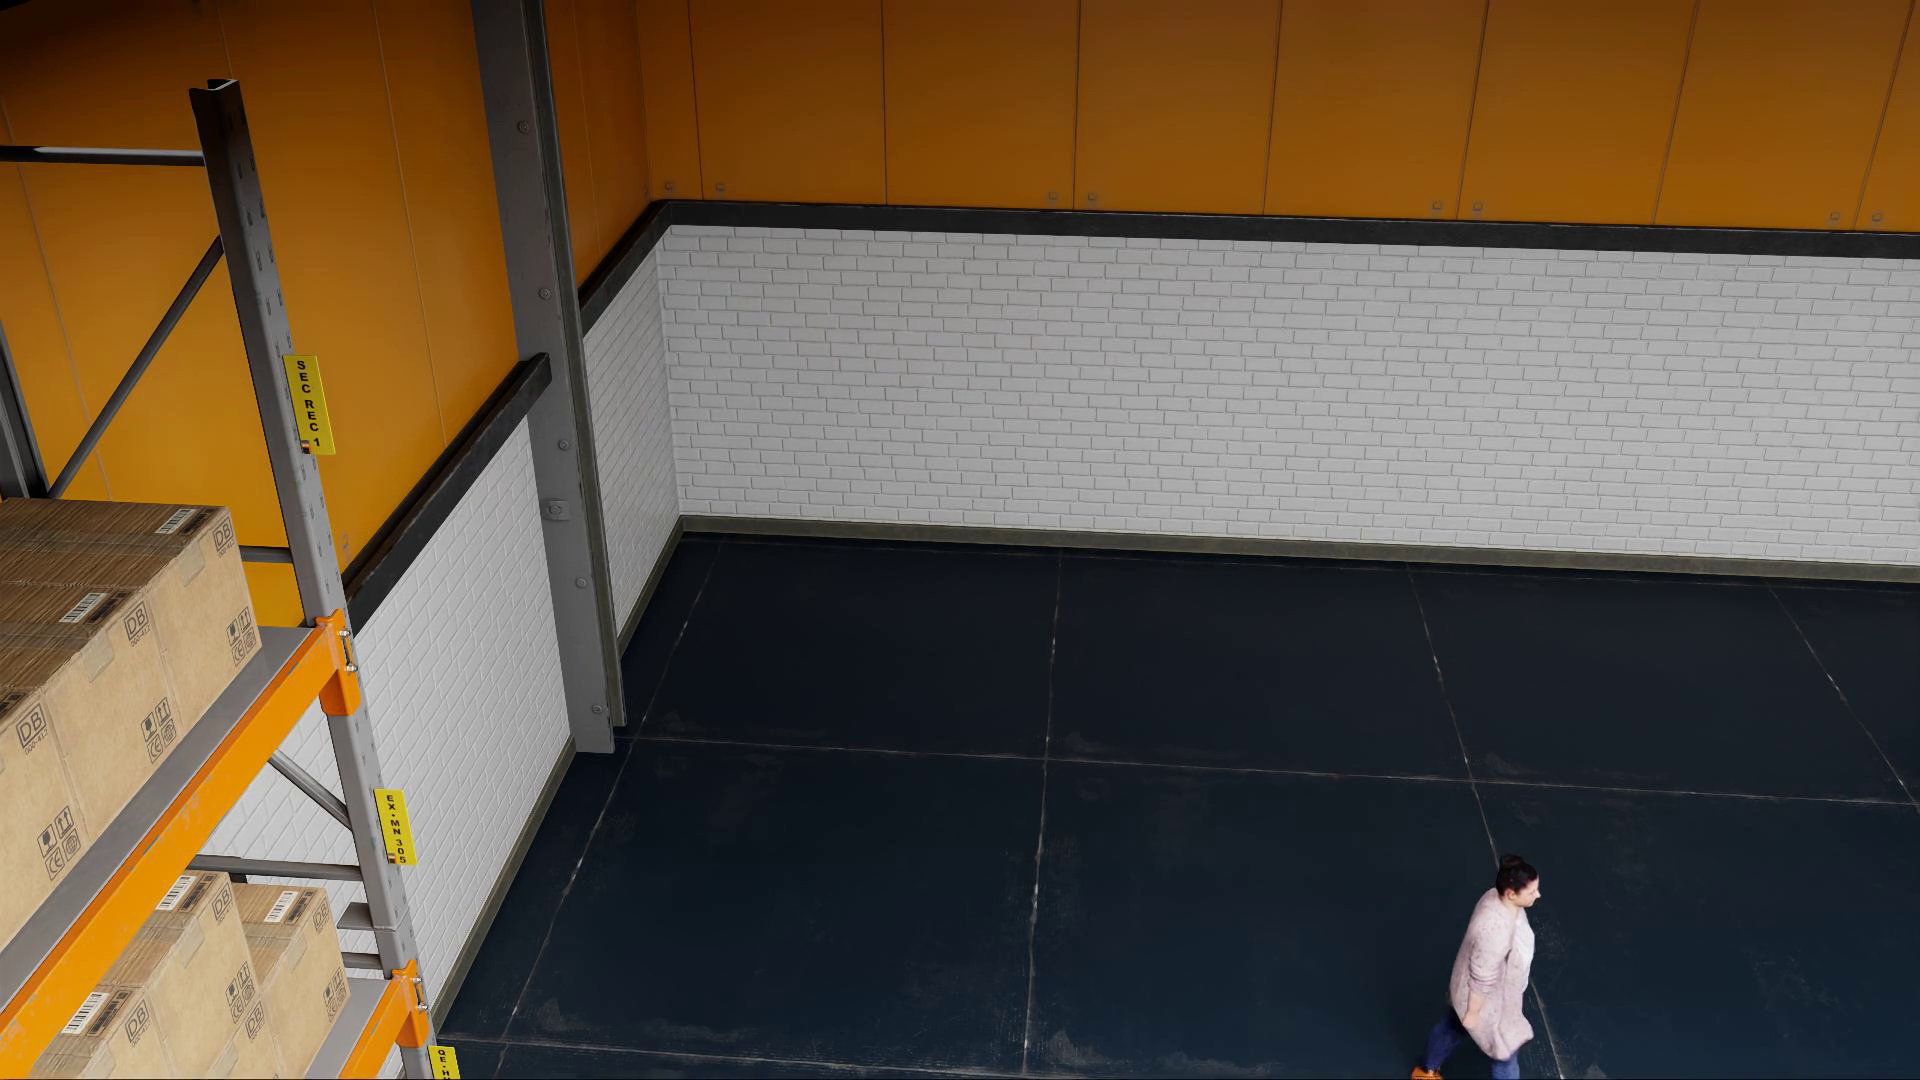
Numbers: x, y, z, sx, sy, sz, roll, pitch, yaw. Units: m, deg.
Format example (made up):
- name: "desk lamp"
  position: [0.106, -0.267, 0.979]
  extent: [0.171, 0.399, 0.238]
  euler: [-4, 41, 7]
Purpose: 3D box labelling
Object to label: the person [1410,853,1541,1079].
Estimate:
- name: "person"
  position: [2.678, 2.334, 8.738]
  extent: [0.960, 1.708, 1.078]
  euler: [12, 31, 20]
